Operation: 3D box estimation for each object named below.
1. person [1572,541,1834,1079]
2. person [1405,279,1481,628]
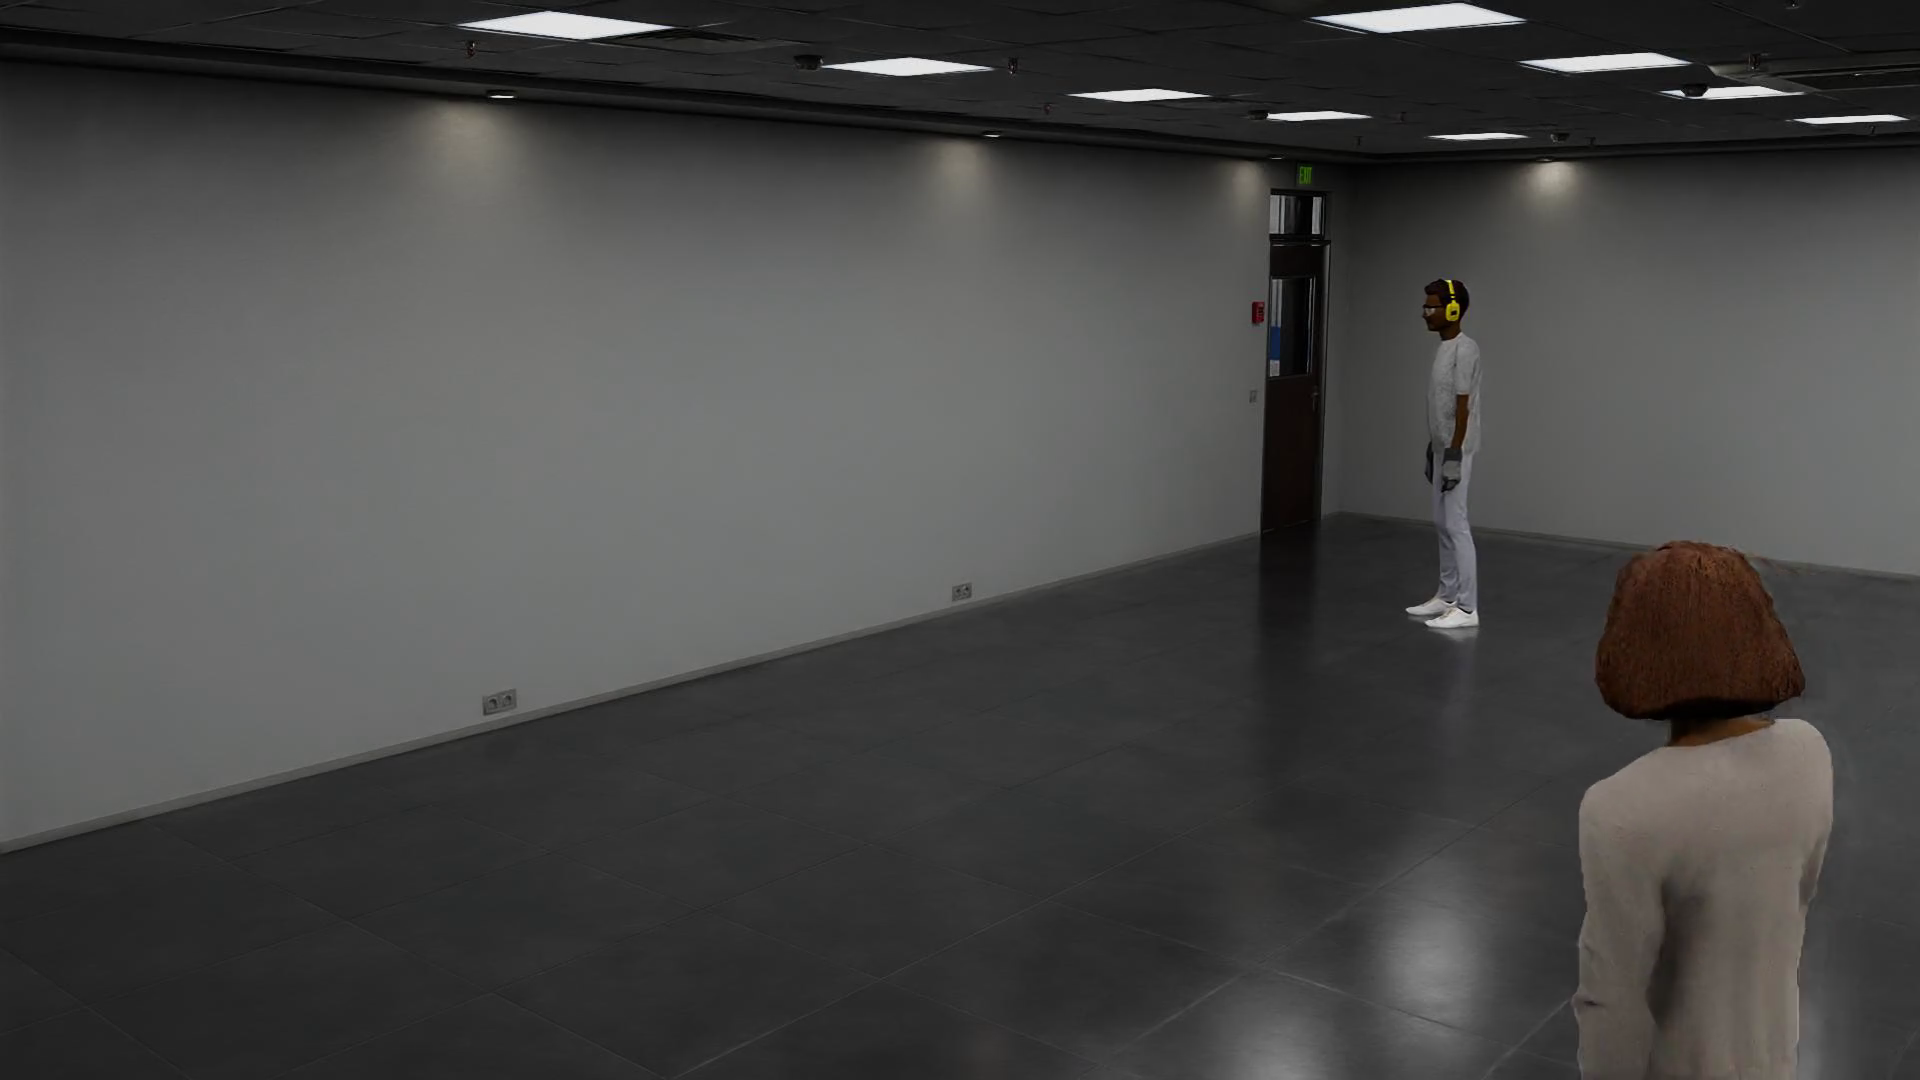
[{"bbox_3d":[1.090,0.806,2.378,0.500,1.610,0.715,-5,11,-24],"label":"person"},{"bbox_3d":[2.617,-0.460,8.924,0.331,1.861,0.494,0,10,-2],"label":"person"}]
